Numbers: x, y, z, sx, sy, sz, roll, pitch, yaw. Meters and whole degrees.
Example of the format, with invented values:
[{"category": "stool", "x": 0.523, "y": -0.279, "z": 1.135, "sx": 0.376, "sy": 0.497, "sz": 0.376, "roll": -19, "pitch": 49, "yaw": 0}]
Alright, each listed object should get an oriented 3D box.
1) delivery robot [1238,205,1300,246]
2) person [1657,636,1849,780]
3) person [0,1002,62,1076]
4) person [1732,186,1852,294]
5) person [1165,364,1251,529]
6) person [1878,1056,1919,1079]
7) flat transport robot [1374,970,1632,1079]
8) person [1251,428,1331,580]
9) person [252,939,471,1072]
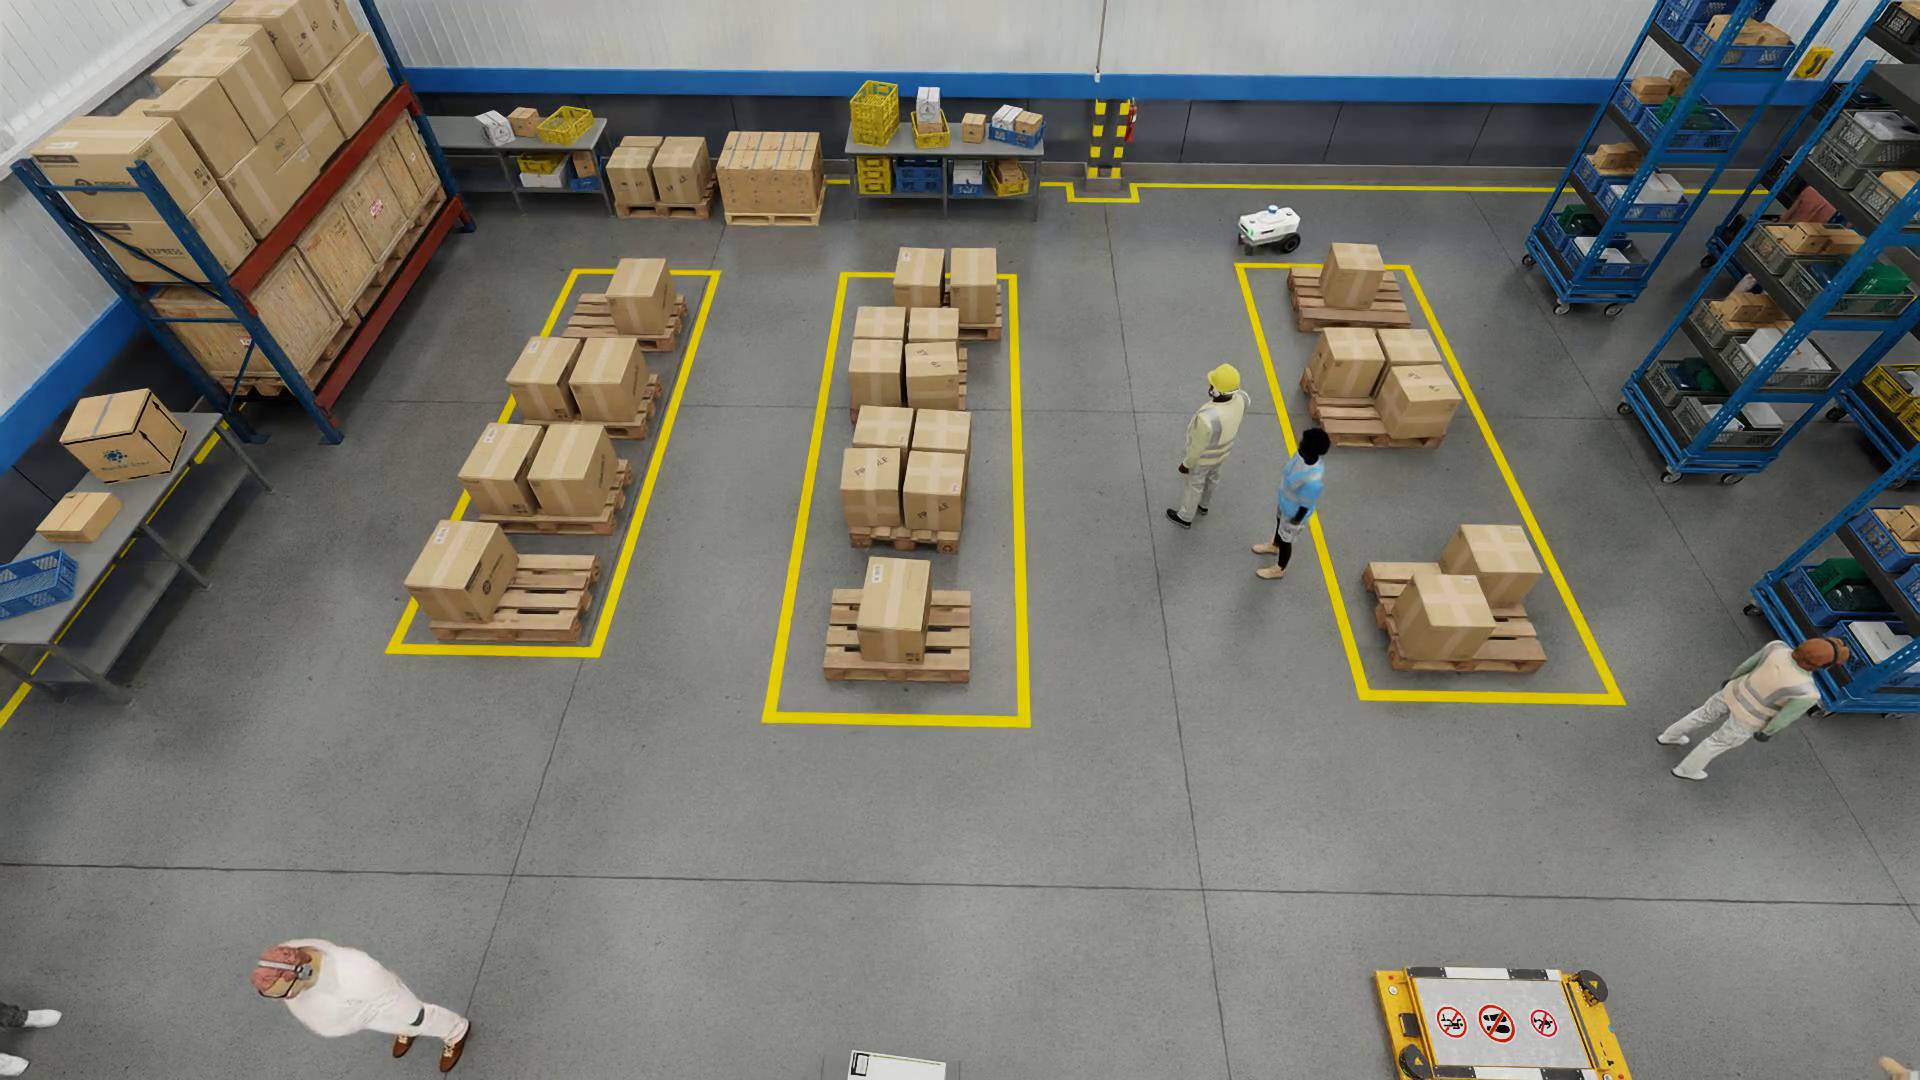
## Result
[{"category": "delivery robot", "x": 3.845, "y": -3.927, "z": 11.429, "sx": 0.707, "sy": 0.478, "sz": 0.477, "roll": -15, "pitch": 52, "yaw": -12}, {"category": "person", "x": 5.684, "y": 1.199, "z": 6.620, "sx": 0.314, "sy": 1.632, "sz": 0.521, "roll": 3, "pitch": 51, "yaw": 2}, {"category": "person", "x": -6.137, "y": 2.704, "z": 5.220, "sx": 0.415, "sy": 1.907, "sz": 0.594, "roll": 1, "pitch": 51, "yaw": 1}, {"category": "person", "x": 9.074, "y": -3.156, "z": 9.949, "sx": 0.409, "sy": 1.980, "sz": 0.625, "roll": -18, "pitch": 53, "yaw": -14}, {"category": "person", "x": 2.187, "y": -0.819, "z": 8.133, "sx": 0.586, "sy": 1.835, "sz": 0.403, "roll": -32, "pitch": 57, "yaw": -23}, {"category": "person", "x": 6.038, "y": 3.008, "z": 5.027, "sx": 0.641, "sy": 1.831, "sz": 0.556, "roll": -25, "pitch": 55, "yaw": -19}, {"category": "flat transport robot", "x": 3.501, "y": 3.133, "z": 5.914, "sx": 1.431, "sy": 0.197, "sz": 0.652, "roll": 1, "pitch": 51, "yaw": 1}, {"category": "person", "x": 2.841, "y": -0.305, "z": 7.809, "sx": 0.320, "sy": 1.692, "sz": 0.537, "roll": 5, "pitch": 51, "yaw": 4}, {"category": "person", "x": -3.412, "y": 2.671, "z": 5.253, "sx": 0.651, "sy": 1.900, "sz": 0.400, "roll": 11, "pitch": 52, "yaw": 9}]
